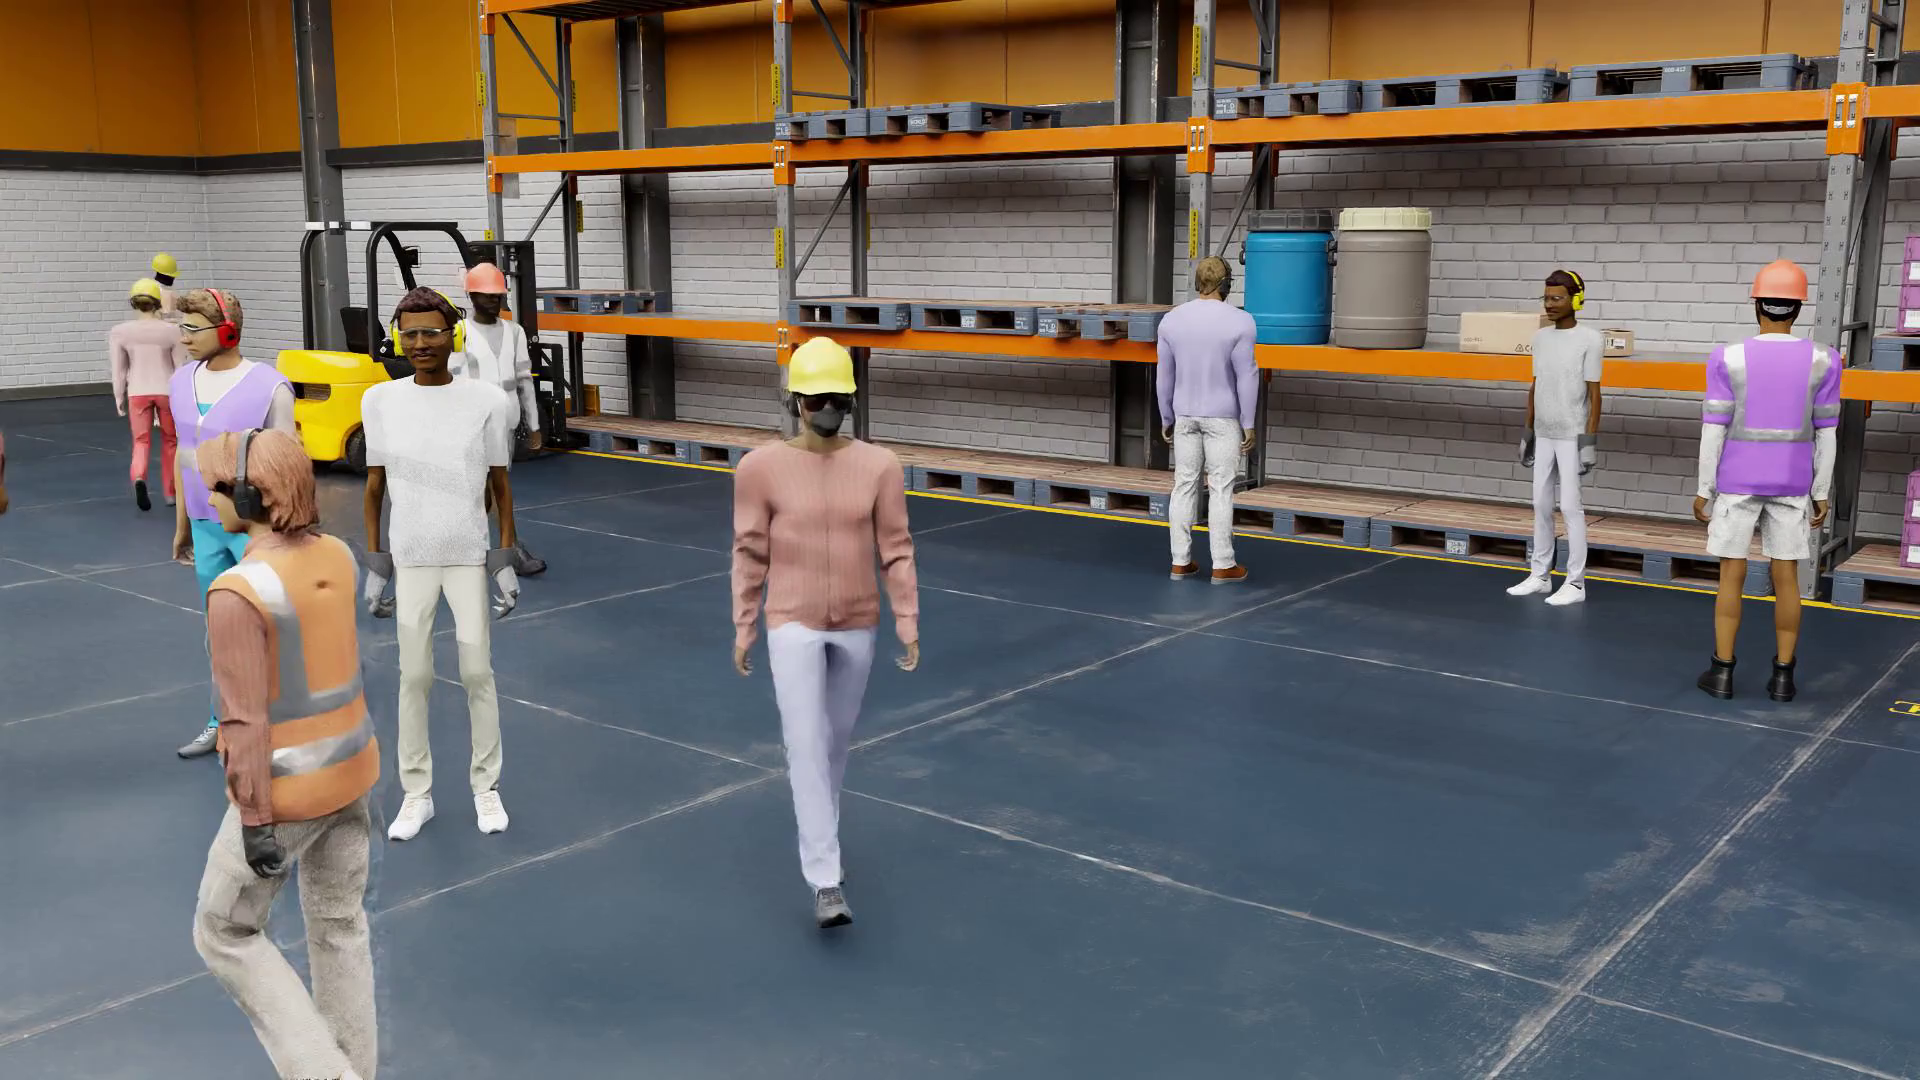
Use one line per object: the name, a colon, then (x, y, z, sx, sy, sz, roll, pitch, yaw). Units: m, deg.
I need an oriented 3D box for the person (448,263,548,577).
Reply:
person: (-2.839, -0.737, 10.157, 0.980, 1.884, 0.561, 9, 14, 42)

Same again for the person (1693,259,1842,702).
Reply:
person: (3.527, -0.253, 7.317, 0.553, 1.935, 0.364, 3, 11, 14)

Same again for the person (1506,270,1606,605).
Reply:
person: (3.346, -0.569, 9.297, 0.320, 1.861, 0.515, -5, 11, -26)

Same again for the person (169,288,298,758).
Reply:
person: (-2.799, -0.050, 6.465, 0.563, 1.839, 0.393, 4, 11, 20)

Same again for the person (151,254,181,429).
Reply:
person: (-8.586, -2.116, 17.847, 0.691, 1.877, 0.378, 8, 13, 36)

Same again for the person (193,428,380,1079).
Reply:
person: (-1.484, 0.560, 3.694, 0.366, 1.626, 0.513, 2, 10, 12)

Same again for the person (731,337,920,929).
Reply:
person: (-0.370, 0.274, 4.947, 0.548, 1.724, 0.852, -4, 11, -21)

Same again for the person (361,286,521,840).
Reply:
person: (-1.759, 0.083, 5.643, 0.514, 1.872, 0.328, -2, 10, -12)

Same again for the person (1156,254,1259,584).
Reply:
person: (1.462, -0.708, 9.835, 0.635, 1.937, 0.352, 7, 12, 34)

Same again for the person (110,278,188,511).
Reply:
person: (-6.041, -1.076, 12.422, 0.528, 1.746, 0.713, -3, 11, -17)

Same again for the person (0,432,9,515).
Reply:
person: (-4.503, -0.241, 7.229, 0.611, 1.956, 0.989, -4, 11, -23)

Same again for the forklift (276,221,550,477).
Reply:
forklift: (-4.922, -1.741, 14.854, 1.214, 2.155, 2.313, 8, 13, 38)
